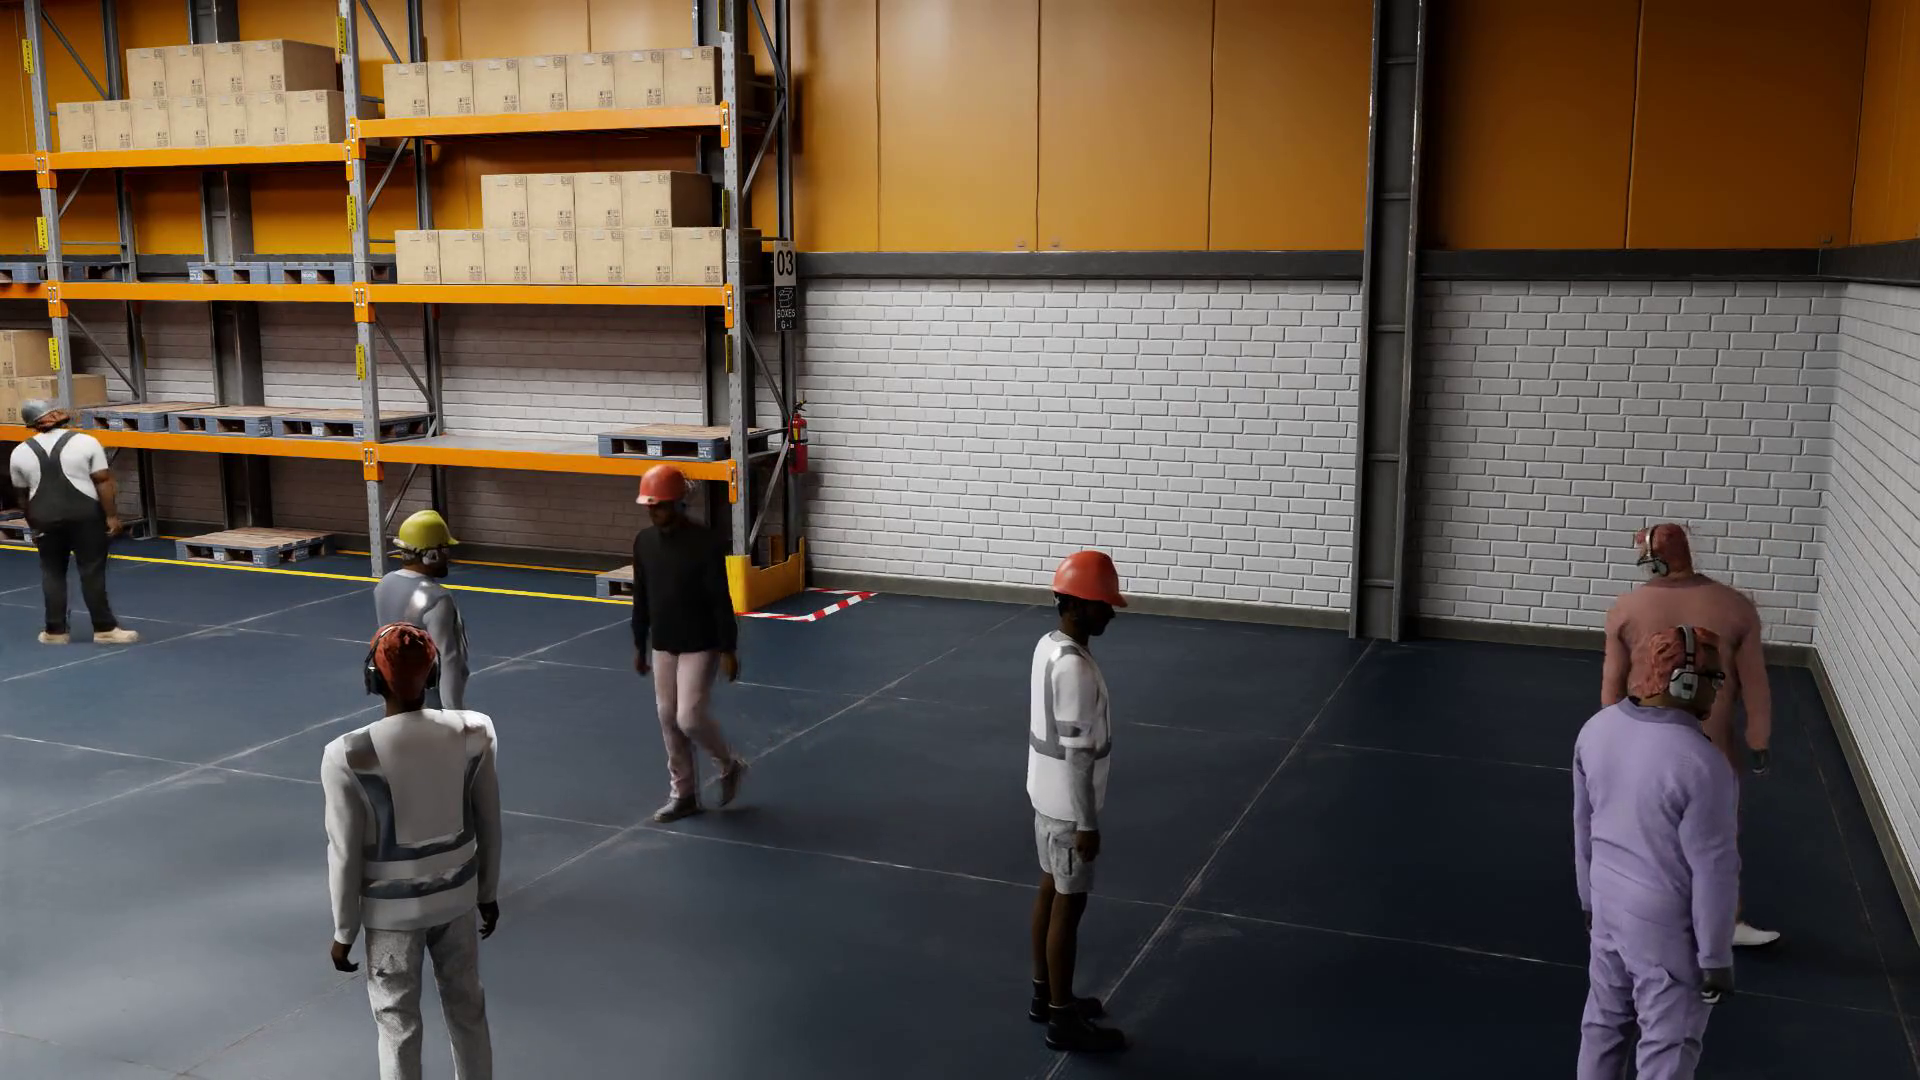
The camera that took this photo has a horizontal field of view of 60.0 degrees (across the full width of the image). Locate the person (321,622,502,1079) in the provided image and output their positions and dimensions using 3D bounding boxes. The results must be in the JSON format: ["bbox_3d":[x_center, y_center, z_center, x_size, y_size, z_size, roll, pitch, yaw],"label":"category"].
[{"bbox_3d":[-1.761,1.192,5.401,0.575,1.883,0.355,-8,12,-41],"label":"person"}]

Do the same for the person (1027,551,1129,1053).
[{"bbox_3d":[0.451,0.997,6.437,0.375,1.930,0.542,-1,9,-8],"label":"person"}]

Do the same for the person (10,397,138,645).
[{"bbox_3d":[-7.045,-0.189,13.285,0.838,2.000,0.533,-1,9,-9],"label":"person"}]

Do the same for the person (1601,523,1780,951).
[{"bbox_3d":[3.276,0.868,7.415,0.802,1.870,0.444,4,10,24],"label":"person"}]

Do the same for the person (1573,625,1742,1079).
[{"bbox_3d":[2.217,1.206,5.254,0.402,1.904,0.638,-3,10,-16],"label":"person"}]

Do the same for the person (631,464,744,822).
[{"bbox_3d":[-1.497,0.563,8.947,0.678,1.969,0.518,6,11,30],"label":"person"}]

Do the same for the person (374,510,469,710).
[{"bbox_3d":[-2.620,0.762,8.192,0.596,1.827,0.403,9,13,42],"label":"person"}]
